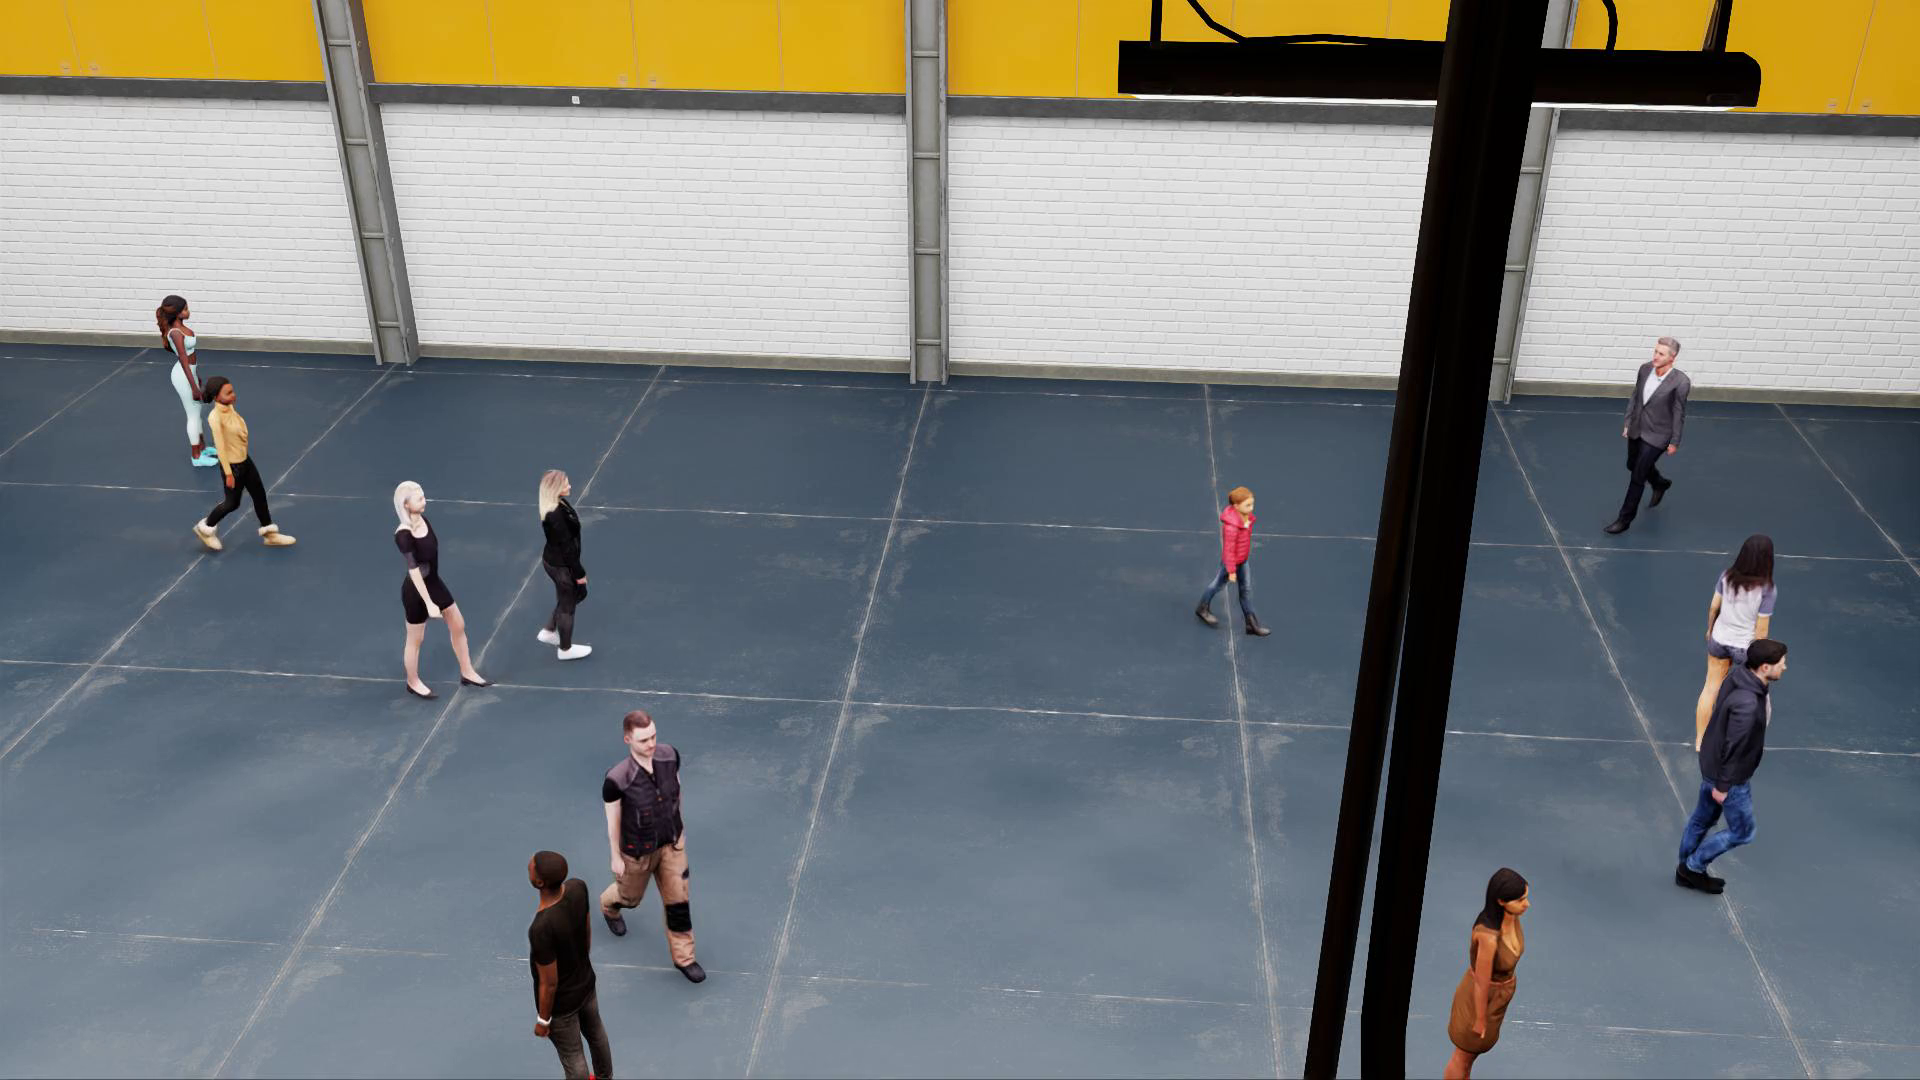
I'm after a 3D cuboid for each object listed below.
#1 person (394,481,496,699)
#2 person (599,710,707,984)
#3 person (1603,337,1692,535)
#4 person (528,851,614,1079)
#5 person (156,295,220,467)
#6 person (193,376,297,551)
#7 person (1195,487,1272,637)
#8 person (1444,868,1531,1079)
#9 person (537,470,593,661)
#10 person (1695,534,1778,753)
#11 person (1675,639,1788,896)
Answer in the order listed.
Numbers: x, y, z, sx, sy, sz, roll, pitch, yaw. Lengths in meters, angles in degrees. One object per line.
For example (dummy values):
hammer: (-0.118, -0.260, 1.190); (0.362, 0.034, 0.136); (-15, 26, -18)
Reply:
person: (-4.080, 0.407, 12.341); (0.859, 1.809, 0.618); (4, 29, 7)
person: (-1.904, 1.751, 9.874); (1.153, 1.813, 1.217); (-22, 36, -35)
person: (6.212, -0.963, 14.855); (1.281, 1.807, 1.125); (-14, 32, -24)
person: (-2.063, 2.359, 8.768); (0.618, 1.805, 0.693); (10, 30, 17)
person: (-7.435, -1.538, 15.996); (0.664, 1.724, 0.647); (-11, 30, -19)
person: (-6.377, -0.641, 14.446); (1.081, 1.633, 0.676); (0, 29, 0)
person: (2.136, 0.154, 13.352); (0.978, 1.285, 0.864); (24, 37, 37)
person: (2.763, 2.418, 8.779); (0.660, 1.690, 0.643); (19, 34, 31)
person: (-3.151, 0.234, 12.806); (0.793, 1.668, 0.745); (-12, 31, -21)
person: (5.443, 0.772, 11.770); (0.940, 1.716, 0.880); (-21, 35, -34)
person: (4.706, 1.415, 10.419); (0.703, 1.880, 0.751); (9, 30, 15)
